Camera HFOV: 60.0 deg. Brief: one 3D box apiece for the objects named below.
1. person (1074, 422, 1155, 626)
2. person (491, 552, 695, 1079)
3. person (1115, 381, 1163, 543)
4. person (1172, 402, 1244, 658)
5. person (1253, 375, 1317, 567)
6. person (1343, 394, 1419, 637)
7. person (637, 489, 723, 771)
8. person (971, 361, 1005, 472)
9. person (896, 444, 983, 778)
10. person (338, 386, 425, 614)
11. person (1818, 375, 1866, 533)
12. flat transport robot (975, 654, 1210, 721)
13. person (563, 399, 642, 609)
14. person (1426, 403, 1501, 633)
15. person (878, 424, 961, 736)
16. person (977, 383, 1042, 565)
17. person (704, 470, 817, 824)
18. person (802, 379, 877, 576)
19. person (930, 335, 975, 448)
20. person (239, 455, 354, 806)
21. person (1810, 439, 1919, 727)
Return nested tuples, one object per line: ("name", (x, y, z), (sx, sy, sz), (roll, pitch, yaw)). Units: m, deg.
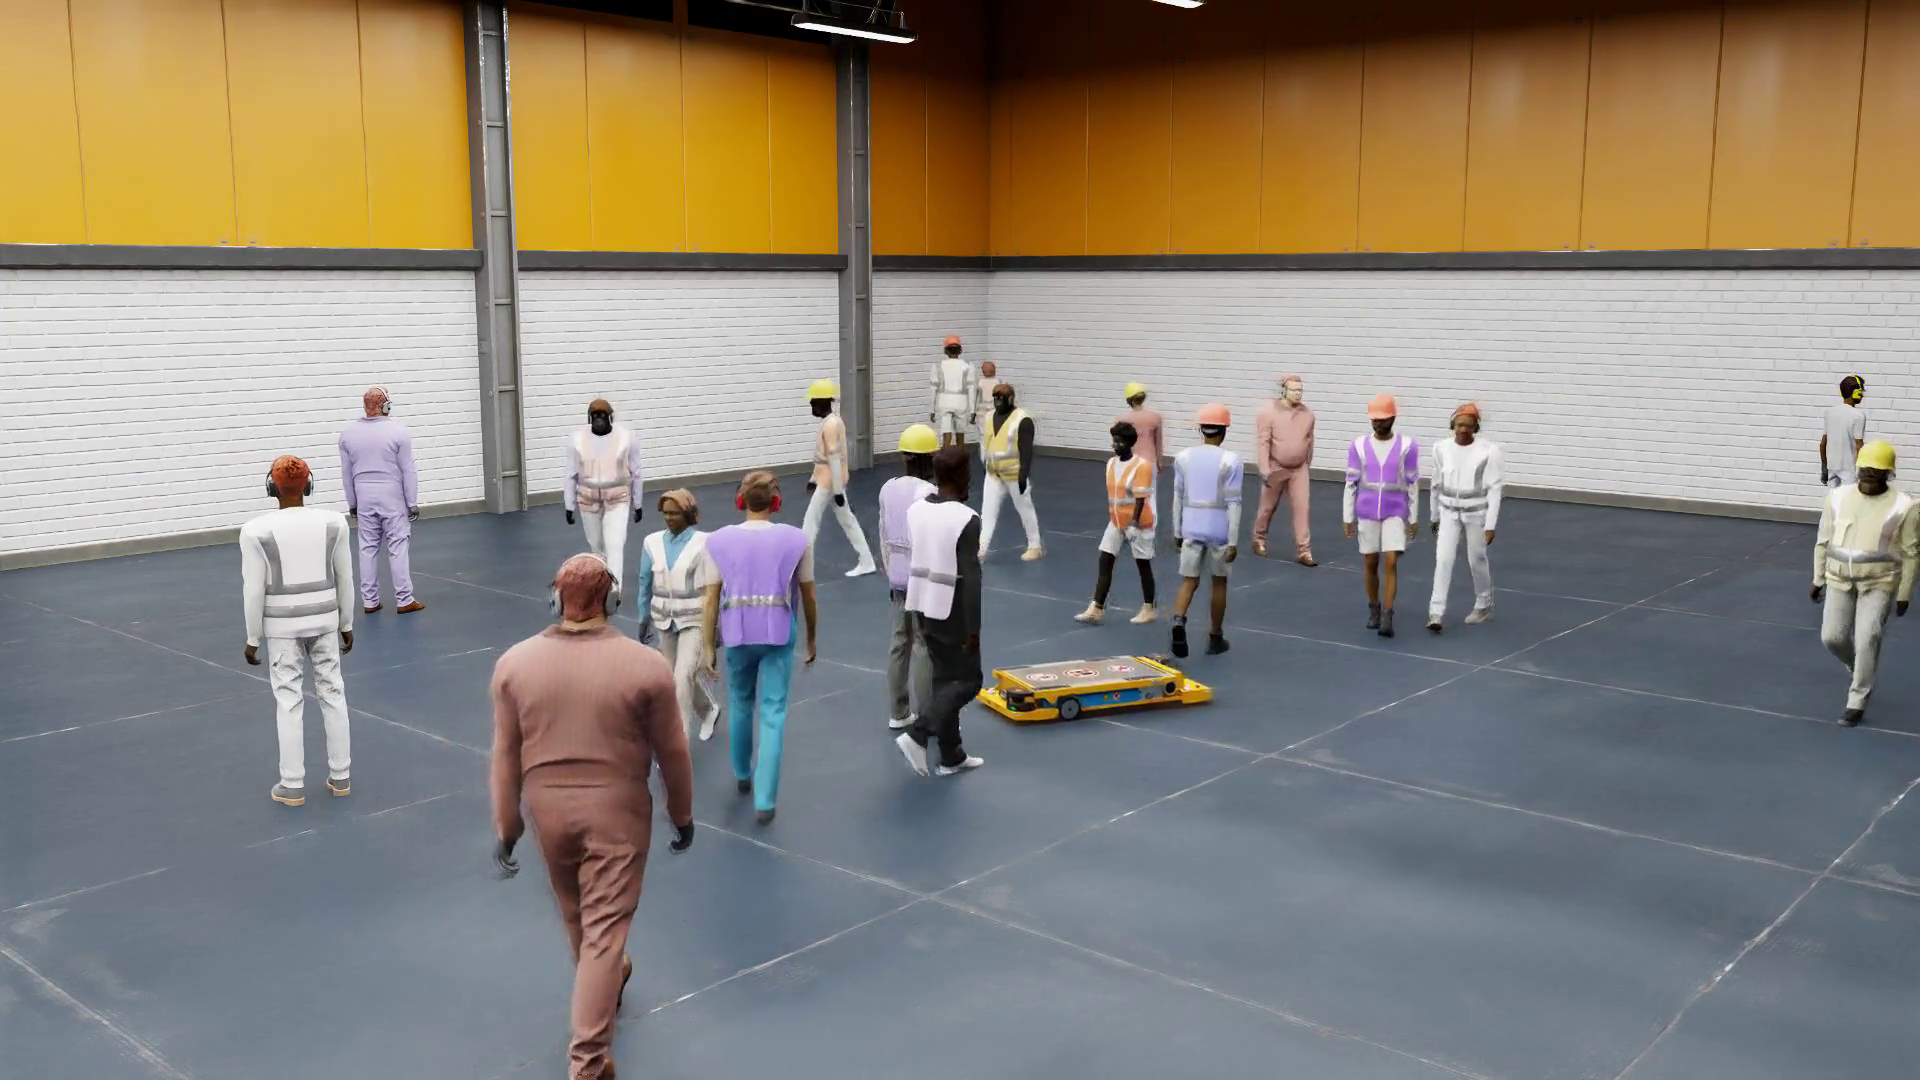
("person", (1.280, -0.109, 13.321), (0.769, 1.657, 0.537), (-7, 12, -38))
("person", (-1.287, 0.963, 5.979), (0.673, 1.851, 0.981), (1, 9, 6))
("person", (1.894, -0.804, 17.470), (0.526, 1.731, 0.824), (0, 9, -3))
("person", (1.789, -0.057, 12.236), (0.553, 1.913, 0.742), (5, 10, 30))
("person", (3.214, -0.710, 16.498), (0.642, 1.862, 0.991), (-2, 9, -11))
("person", (3.288, -0.188, 13.072), (0.561, 1.898, 0.880), (3, 10, 21))
("person", (-1.617, 0.481, 9.801), (0.526, 1.606, 0.805), (4, 10, 22))
("person", (0.408, -1.784, 24.034), (0.516, 1.608, 0.775), (0, 9, 0))
("person", (-0.113, 0.416, 9.284), (0.612, 1.902, 0.595), (-7, 12, -39))
("person", (-4.831, -0.329, 13.940), (0.639, 1.911, 0.406), (1, 9, 7))
("person", (8.613, -0.668, 16.197), (0.314, 1.866, 0.536), (-3, 9, -16))
("flat transport robot", (0.868, 0.960, 10.970), (1.431, 0.197, 0.652), (-4, 10, -23))
("person", (-3.059, -0.323, 14.281), (0.645, 1.800, 0.963), (0, 9, -1))
("person", (4.002, -0.178, 13.233), (0.622, 1.828, 1.014), (7, 11, 36))
("person", (-0.258, 0.250, 10.239), (0.360, 1.929, 0.587), (-8, 12, -41))
("person", (0.466, -0.647, 16.337), (0.644, 1.790, 0.990), (8, 12, 41))
("person", (-1.049, 0.530, 8.847), (0.578, 1.803, 0.903), (0, 9, -2))
("person", (-1.249, -0.562, 15.523), (1.007, 1.873, 0.593), (0, 9, 2))
("person", (-0.098, -1.842, 23.137), (0.628, 2.010, 0.865), (0, 9, 2))
("person", (-3.540, 0.482, 8.929), (0.574, 1.883, 0.355), (-7, 11, -37))
("person", (5.771, 0.251, 10.589), (0.638, 1.814, 0.604), (-7, 12, -39))
